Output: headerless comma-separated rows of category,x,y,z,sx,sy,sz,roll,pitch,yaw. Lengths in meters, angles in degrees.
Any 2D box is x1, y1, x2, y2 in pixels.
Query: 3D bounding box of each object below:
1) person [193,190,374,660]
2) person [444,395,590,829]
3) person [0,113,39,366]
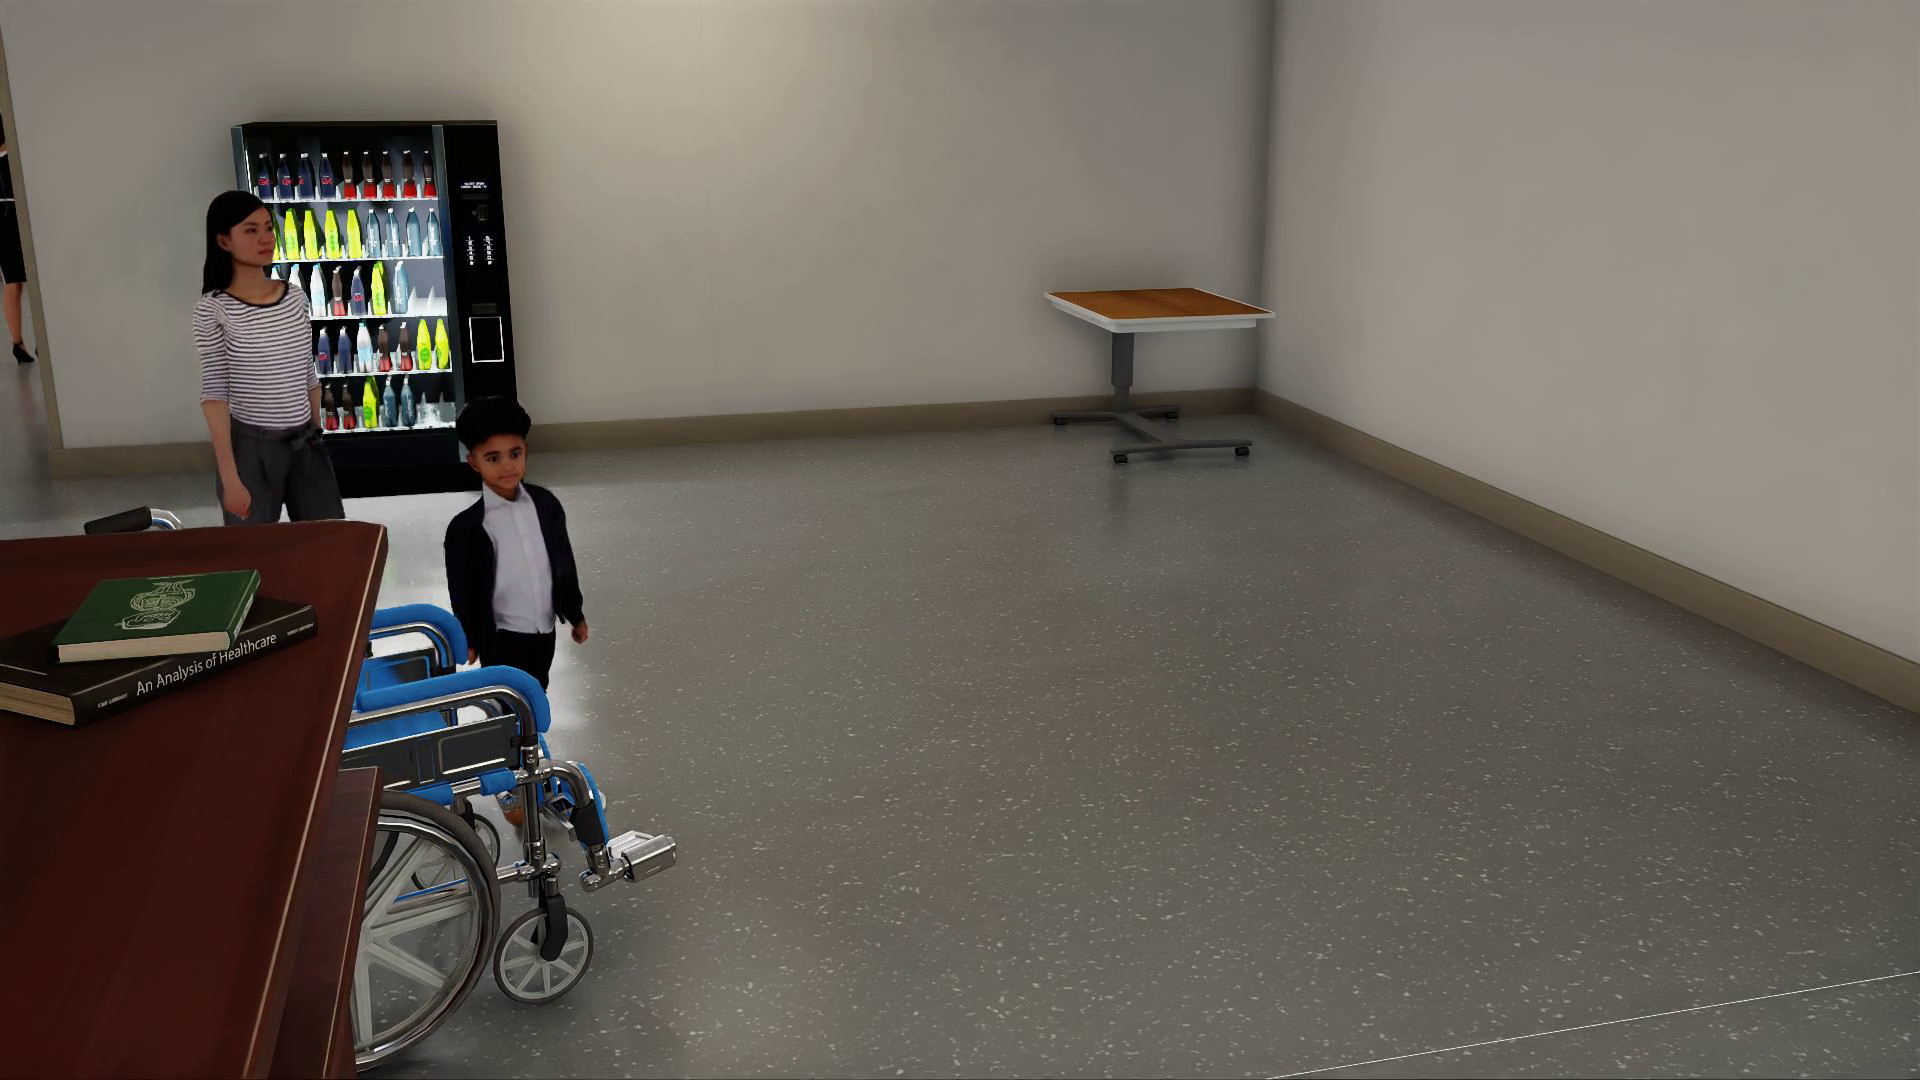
person,-2.298,-0.250,5.410,1.058,1.704,1.027,10,19,33
person,-1.286,0.189,4.676,0.650,1.218,0.563,14,21,40
person,-6.844,-2.178,12.083,0.562,1.795,0.712,2,16,6
